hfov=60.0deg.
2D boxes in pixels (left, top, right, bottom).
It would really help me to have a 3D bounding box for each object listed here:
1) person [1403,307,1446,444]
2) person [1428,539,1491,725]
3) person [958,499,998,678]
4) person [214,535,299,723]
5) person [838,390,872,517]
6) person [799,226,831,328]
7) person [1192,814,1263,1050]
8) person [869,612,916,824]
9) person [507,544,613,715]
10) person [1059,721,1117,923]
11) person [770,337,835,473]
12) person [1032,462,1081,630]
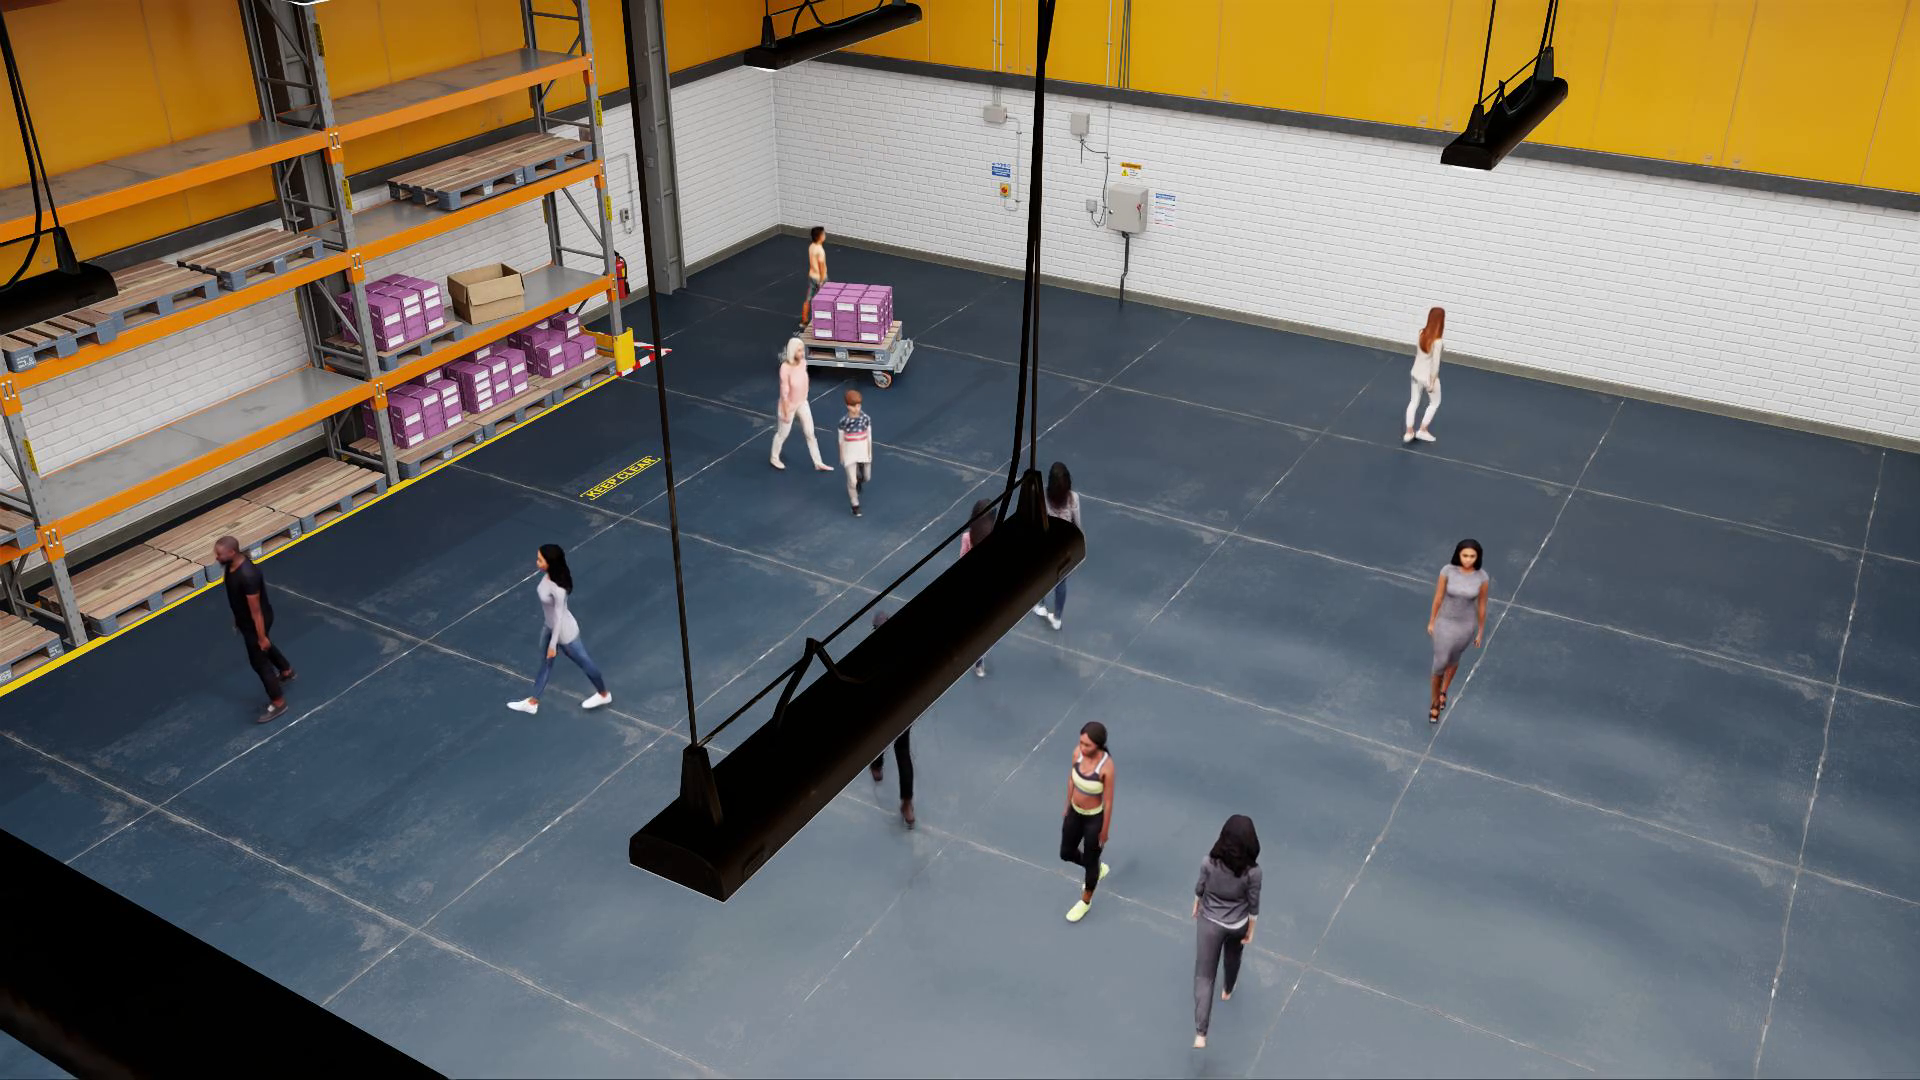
[{"bbox_3d":[5.444,-1.928,19.718,0.732,1.693,0.698,-15,32,-25],"label":"person"},{"bbox_3d":[4.387,0.738,14.756,0.738,1.765,0.835,6,29,10],"label":"person"},{"bbox_3d":[0.204,0.473,15.286,0.853,1.722,0.972,-3,29,-6],"label":"person"},{"bbox_3d":[-6.248,0.731,14.728,0.954,1.804,0.990,-20,35,-33],"label":"person"},{"bbox_3d":[-1.161,-0.993,18.284,0.803,1.425,0.849,-9,30,-16],"label":"person"},{"bbox_3d":[-2.033,-3.616,23.091,1.053,1.426,0.782,-21,35,-34],"label":"person"},{"bbox_3d":[1.768,2.669,11.261,0.852,1.722,1.205,5,29,9],"label":"person"},{"bbox_3d":[-0.533,1.446,13.431,1.221,1.790,1.270,-8,30,-15],"label":"person"},{"bbox_3d":[-3.411,0.811,14.704,1.217,1.687,1.067,-12,31,-20],"label":"person"},{"bbox_3d":[1.016,2.037,12.394,0.799,1.747,0.686,-25,37,-38],"label":"person"},{"bbox_3d":[-1.962,-1.545,19.046,0.722,1.664,1.025,19,34,30],"label":"person"},{"bbox_3d":[0.926,0.090,15.993,0.809,1.718,0.862,-5,29,-9],"label":"person"}]
